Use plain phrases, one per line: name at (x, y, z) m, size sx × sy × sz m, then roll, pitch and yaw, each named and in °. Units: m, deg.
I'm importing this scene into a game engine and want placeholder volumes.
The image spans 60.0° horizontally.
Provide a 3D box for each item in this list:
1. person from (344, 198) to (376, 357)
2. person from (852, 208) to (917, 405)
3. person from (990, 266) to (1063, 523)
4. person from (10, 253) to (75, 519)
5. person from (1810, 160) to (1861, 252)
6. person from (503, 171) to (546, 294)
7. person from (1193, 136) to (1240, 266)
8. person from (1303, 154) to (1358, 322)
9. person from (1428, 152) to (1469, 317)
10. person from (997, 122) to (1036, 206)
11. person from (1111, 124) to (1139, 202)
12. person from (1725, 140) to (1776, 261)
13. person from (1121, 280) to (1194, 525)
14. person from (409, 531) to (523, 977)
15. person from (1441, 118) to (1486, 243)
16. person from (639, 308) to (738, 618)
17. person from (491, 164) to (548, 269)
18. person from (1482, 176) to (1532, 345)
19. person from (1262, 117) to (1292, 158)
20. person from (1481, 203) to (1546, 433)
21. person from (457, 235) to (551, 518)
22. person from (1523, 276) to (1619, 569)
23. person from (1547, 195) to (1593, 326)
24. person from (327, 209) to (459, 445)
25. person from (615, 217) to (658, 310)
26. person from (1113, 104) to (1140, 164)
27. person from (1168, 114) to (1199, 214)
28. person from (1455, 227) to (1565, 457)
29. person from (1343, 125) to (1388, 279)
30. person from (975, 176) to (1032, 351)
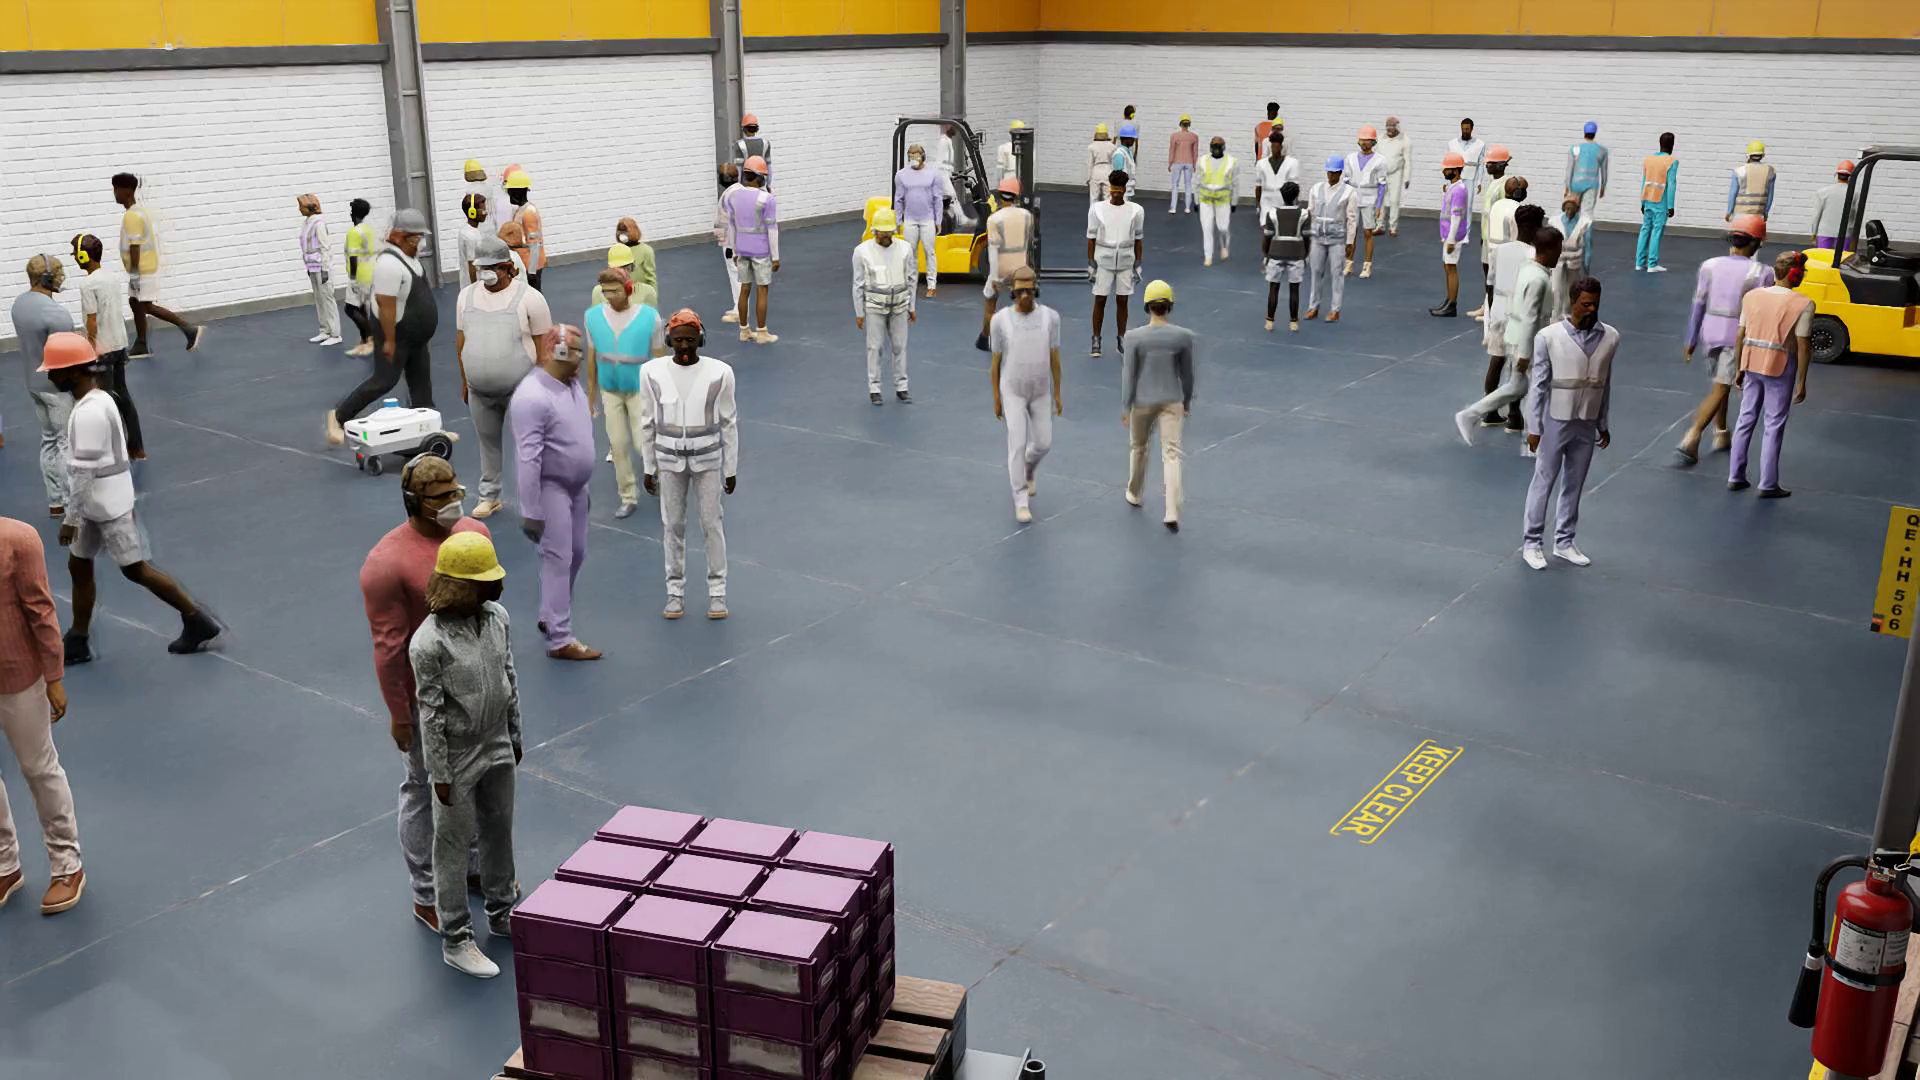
person at (-6.292, -2.731, 17.411) m, size 0.391 × 1.657 × 0.565 m, roll -3°, pitch 18°, yaw -9°
person at (-0.688, -2.153, 15.353) m, size 0.606 × 1.818 × 0.403 m, roll -6°, pitch 19°, yaw -19°
person at (0.467, -1.067, 11.945) m, size 0.526 × 1.823 × 0.584 m, roll -3°, pitch 18°, yaw -9°
person at (-6.380, -1.057, 11.752) m, size 0.637 × 1.930 × 0.372 m, roll 13°, pitch 22°, yaw 34°
person at (10.924, -3.848, 20.755) m, size 0.563 × 1.752 × 0.341 m, roll 9°, pitch 20°, yaw 27°
person at (-4.570, -2.919, 17.569) m, size 0.381 × 1.928 × 0.587 m, roll -7°, pitch 19°, yaw -20°
person at (3.657, -4.850, 23.777) m, size 0.632 × 1.824 × 0.508 m, roll 5°, pitch 19°, yaw 17°
person at (4.322, -3.520, 19.440) m, size 0.609 × 1.942 × 0.408 m, roll 13°, pitch 22°, yaw 34°
person at (5.822, -3.629, 19.786) m, size 0.387 × 1.930 × 0.544 m, roll 3°, pitch 18°, yaw 10°
person at (0.872, -5.445, 25.561) m, size 0.600 × 1.891 × 0.653 m, roll -2°, pitch 18°, yaw -6°
person at (2.389, -5.055, 24.220) m, size 0.402 × 1.943 × 0.617 m, roll 5°, pitch 18°, yaw 15°
person at (10.787, -4.532, 22.761) m, size 0.590 × 1.837 × 0.403 m, roll 1°, pitch 18°, yaw 4°
person at (1.415, -0.989, 11.876) m, size 0.546 × 1.720 × 0.918 m, roll -2°, pitch 18°, yaw -6°
person at (-1.805, 0.799, 6.258) m, size 0.320 × 1.737 × 0.483 m, roll 9°, pitch 20°, yaw 25°
person at (7.871, -5.617, 26.023) m, size 0.600 × 1.917 × 0.376 m, roll 8°, pitch 19°, yaw 24°
person at (-1.607, -0.447, 9.920) m, size 0.575 × 1.880 × 0.360 m, roll 0°, pitch 18°, yaw -1°
person at (-4.841, -3.194, 18.460) m, size 0.560 × 1.901 × 0.854 m, roll 13°, pitch 22°, yaw 34°
person at (5.901, -2.976, 17.887) m, size 0.429 × 1.845 × 0.621 m, roll -4°, pitch 18°, yaw -13°
person at (5.416, -6.352, 28.569) m, size 0.527 × 1.767 × 0.331 m, roll -2°, pitch 18°, yaw -5°
person at (4.790, -1.912, 14.359) m, size 0.370 × 1.963 × 0.608 m, roll -9°, pitch 20°, yaw -26°
person at (-3.262, -1.143, 11.832) m, size 0.683 × 2.000 × 0.538 m, roll 2°, pitch 18°, yaw 6°
person at (3.968, -0.768, 10.855) m, size 0.599 × 1.917 × 0.377 m, roll -5°, pitch 18°, yaw -14°
person at (6.916, -3.166, 18.944) m, size 0.530 × 1.559 × 1.006 m, roll 6°, pitch 19°, yaw 18°
person at (-4.784, -1.777, 13.815) m, size 0.941 × 2.000 × 0.707 m, roll 0°, pitch 18°, yaw 0°
person at (-3.185, -2.358, 16.329) m, size 0.509 × 1.612 × 0.362 m, roll 6°, pitch 19°, yaw 19°
person at (3.078, -7.182, 31.041) m, size 0.531 × 1.838 × 0.479 m, roll 3°, pitch 18°, yaw 9°
person at (3.993, -6.727, 29.768) m, size 0.531 × 1.754 × 0.342 m, roll -2°, pitch 18°, yaw -7°
person at (4.564, -1.611, 13.554) m, size 0.839 × 1.886 × 0.602 m, roll 4°, pitch 18°, yaw 13°
person at (5.458, -4.580, 22.572) m, size 0.608 × 2.048 × 0.365 m, roll 12°, pitch 21°, yaw 33°
person at (0.514, -2.869, 17.490) m, size 0.540 × 1.888 × 0.995 m, roll -9°, pitch 20°, yaw -26°
